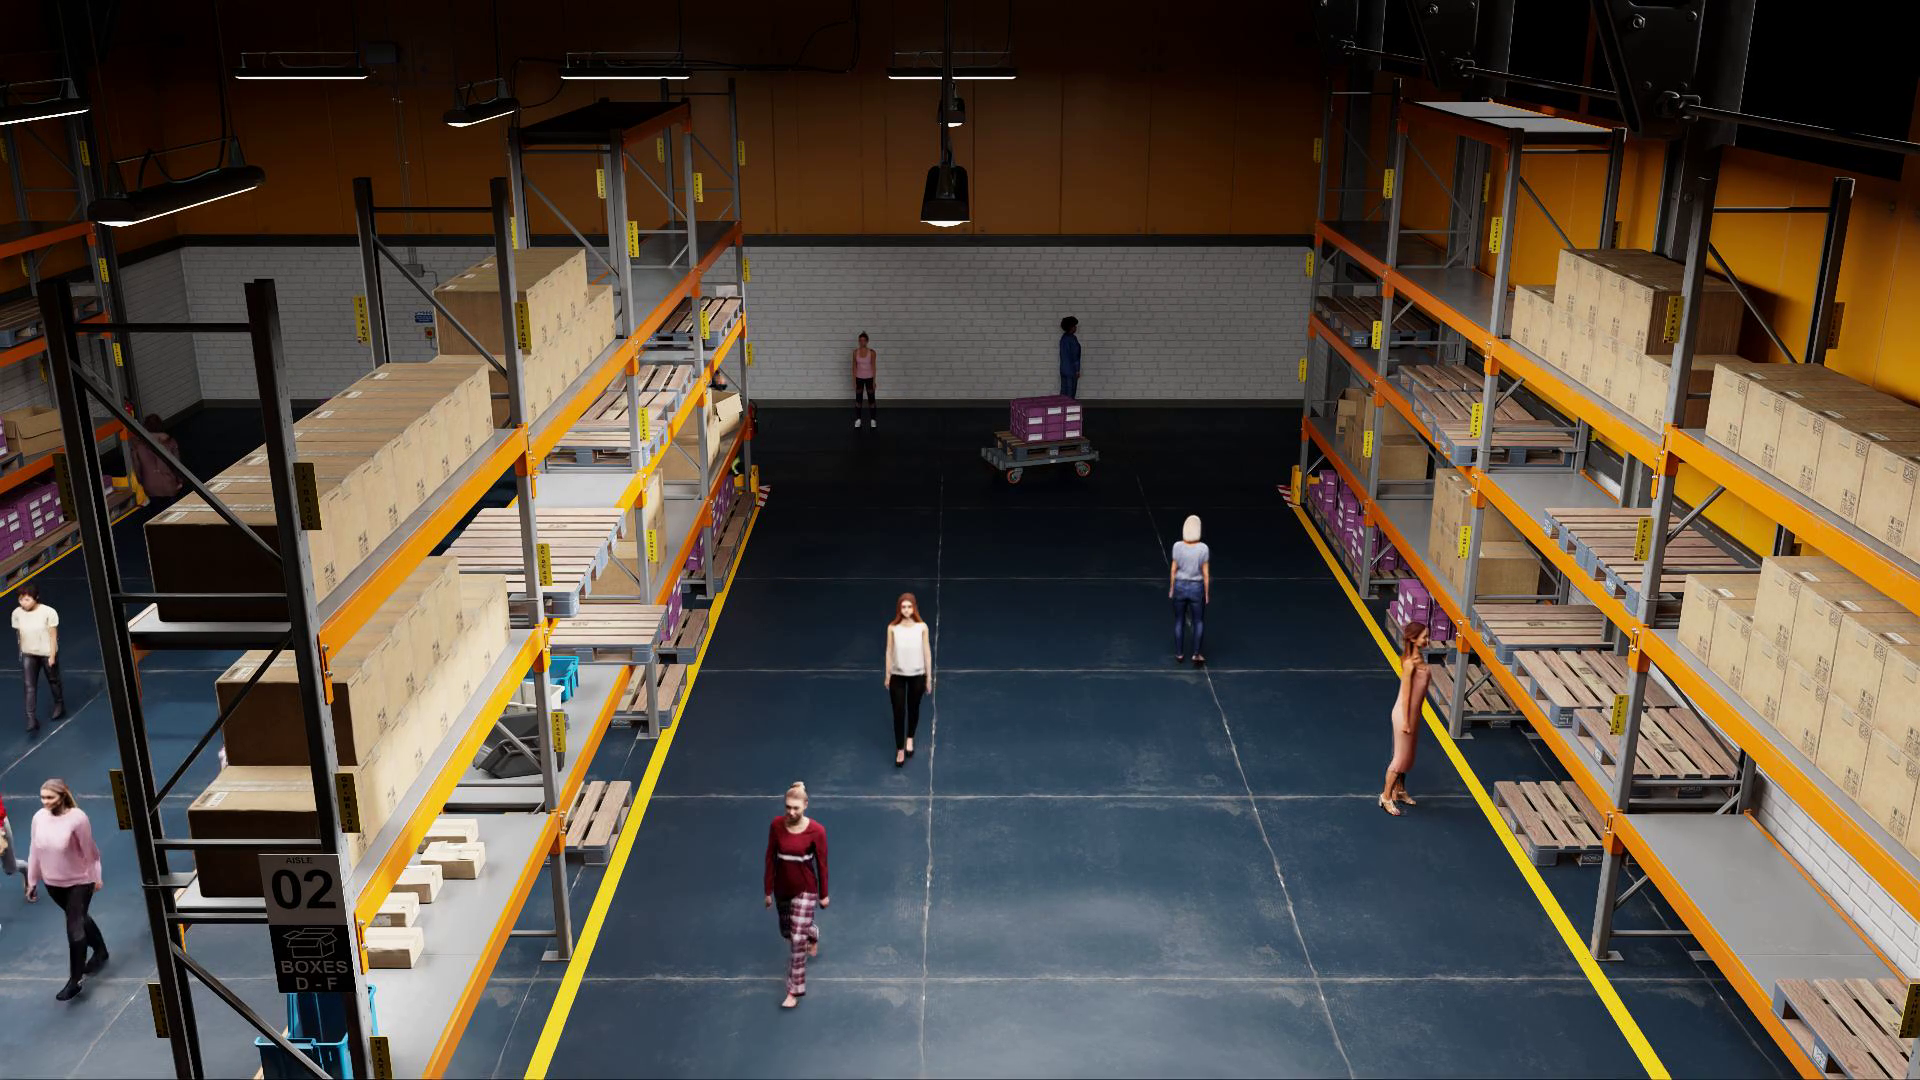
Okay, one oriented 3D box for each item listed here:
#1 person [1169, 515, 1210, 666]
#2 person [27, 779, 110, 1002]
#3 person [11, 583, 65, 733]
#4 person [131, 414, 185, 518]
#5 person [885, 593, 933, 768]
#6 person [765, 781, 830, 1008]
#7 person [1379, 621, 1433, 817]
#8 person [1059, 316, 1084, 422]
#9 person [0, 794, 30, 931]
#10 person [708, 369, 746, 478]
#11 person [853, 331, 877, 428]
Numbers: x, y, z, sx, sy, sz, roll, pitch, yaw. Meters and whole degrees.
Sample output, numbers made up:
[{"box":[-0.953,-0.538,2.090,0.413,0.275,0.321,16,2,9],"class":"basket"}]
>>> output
[{"box":[2.519,0.567,18.346,0.665,1.714,0.665,4,19,12],"class":"person"},{"box":[-6.680,2.538,12.581,0.710,1.658,0.978,4,19,11],"class":"person"},{"box":[-9.318,1.141,16.905,0.732,1.546,1.033,-2,19,-5],"class":"person"},{"box":[-10.595,-0.725,22.000,0.835,1.831,0.780,-6,19,-17],"class":"person"},{"box":[-0.510,1.295,16.197,0.620,1.705,0.794,-1,19,-2],"class":"person"},{"box":[-1.205,2.584,12.420,0.808,1.673,1.069,5,19,15],"class":"person"},{"box":[4.054,1.596,15.105,0.752,1.833,0.645,9,21,26],"class":"person"},{"box":[1.887,-2.955,28.653,0.821,1.811,0.690,-9,21,-26],"class":"person"},{"box":[-7.710,2.306,13.260,0.617,1.664,1.070,-2,19,-5],"class":"person"},{"box":[-3.748,-1.711,24.970,0.870,1.803,1.102,-2,19,-6],"class":"person"},{"box":[-1.614,-2.729,28.240,0.563,1.646,0.524,2,19,5],"class":"person"}]
